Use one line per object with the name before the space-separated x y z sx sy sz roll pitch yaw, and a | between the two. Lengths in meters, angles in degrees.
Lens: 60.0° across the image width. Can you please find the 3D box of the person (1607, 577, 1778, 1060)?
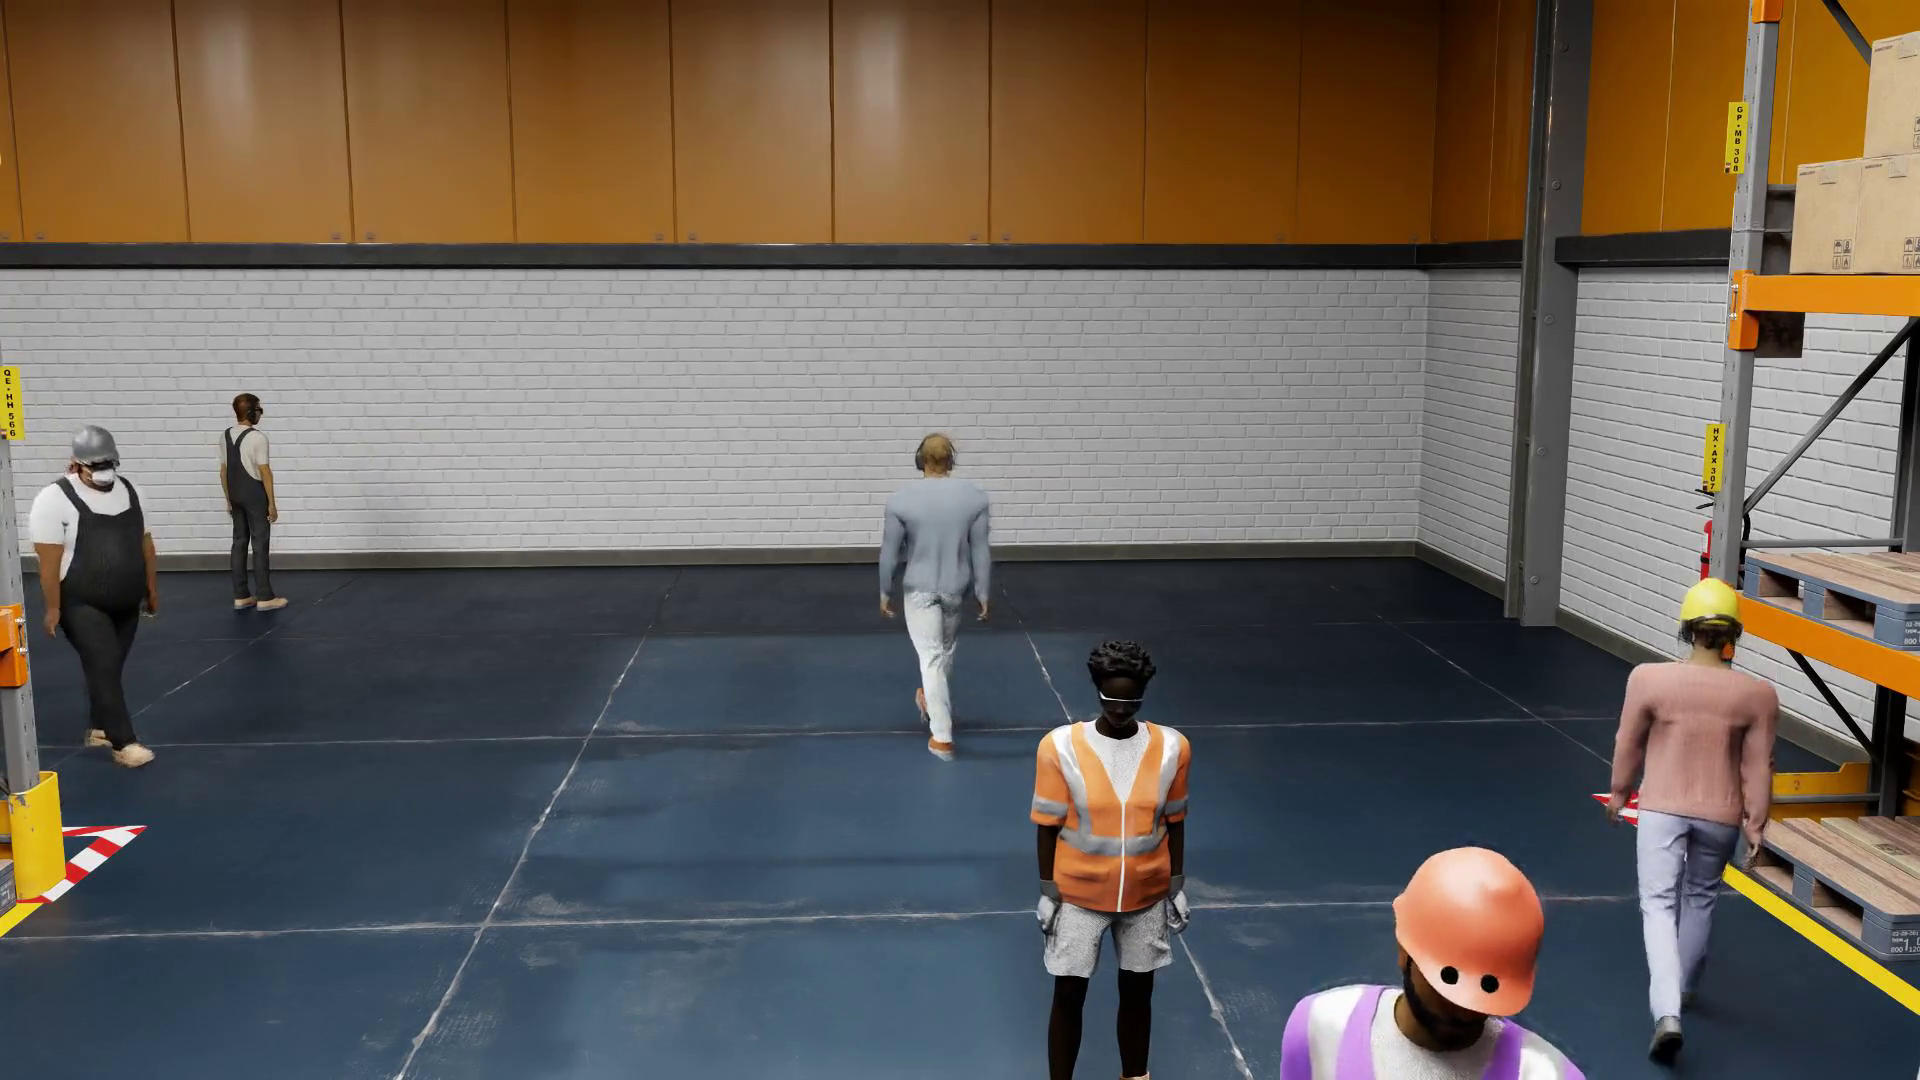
person | 2.697 1.005 6.121 0.532 1.732 0.858 2 9 15

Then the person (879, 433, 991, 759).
person | -0.182 0.299 10.046 0.655 1.888 0.985 -3 9 -17

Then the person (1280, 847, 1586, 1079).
person | 0.830 1.412 3.021 0.587 1.903 0.682 6 11 32

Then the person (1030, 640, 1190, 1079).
person | 0.488 1.142 5.376 0.530 1.692 0.321 -1 9 -9

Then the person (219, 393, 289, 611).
person | -6.007 -0.320 14.082 0.516 1.843 0.325 4 10 21

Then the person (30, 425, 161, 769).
person | -4.936 0.289 9.644 0.906 2.000 0.743 4 10 26
